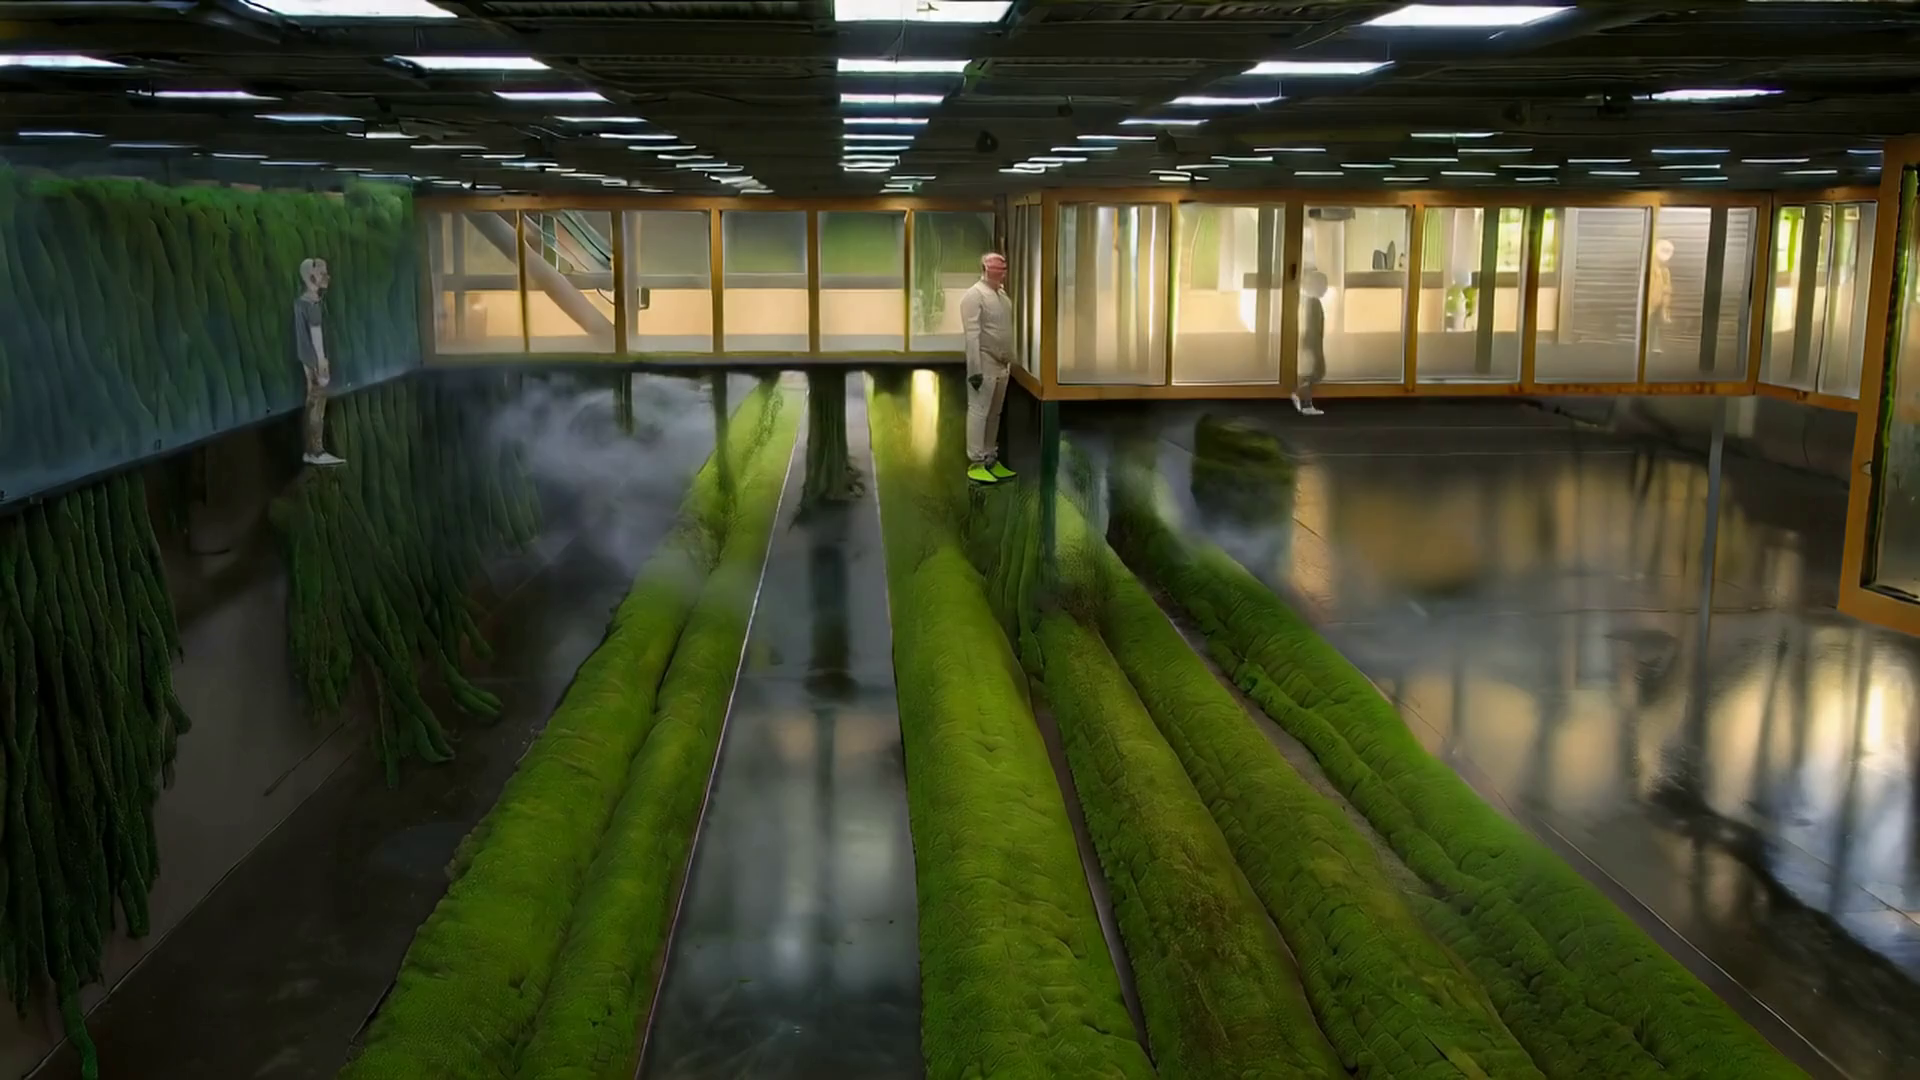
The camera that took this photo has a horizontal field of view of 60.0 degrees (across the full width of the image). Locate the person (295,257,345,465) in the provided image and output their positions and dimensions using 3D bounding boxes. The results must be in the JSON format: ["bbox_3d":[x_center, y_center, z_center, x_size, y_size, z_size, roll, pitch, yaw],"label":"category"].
[{"bbox_3d":[-5.782,-1.599,14.953,0.321,1.865,0.516,-7,12,-32],"label":"person"}]

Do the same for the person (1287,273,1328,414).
[{"bbox_3d":[4.032,-2.231,18.997,0.373,1.622,0.506,2,11,13],"label":"person"}]

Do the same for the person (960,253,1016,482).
[{"bbox_3d":[0.267,-1.453,14.017,0.407,1.910,0.639,6,12,28],"label":"person"}]
